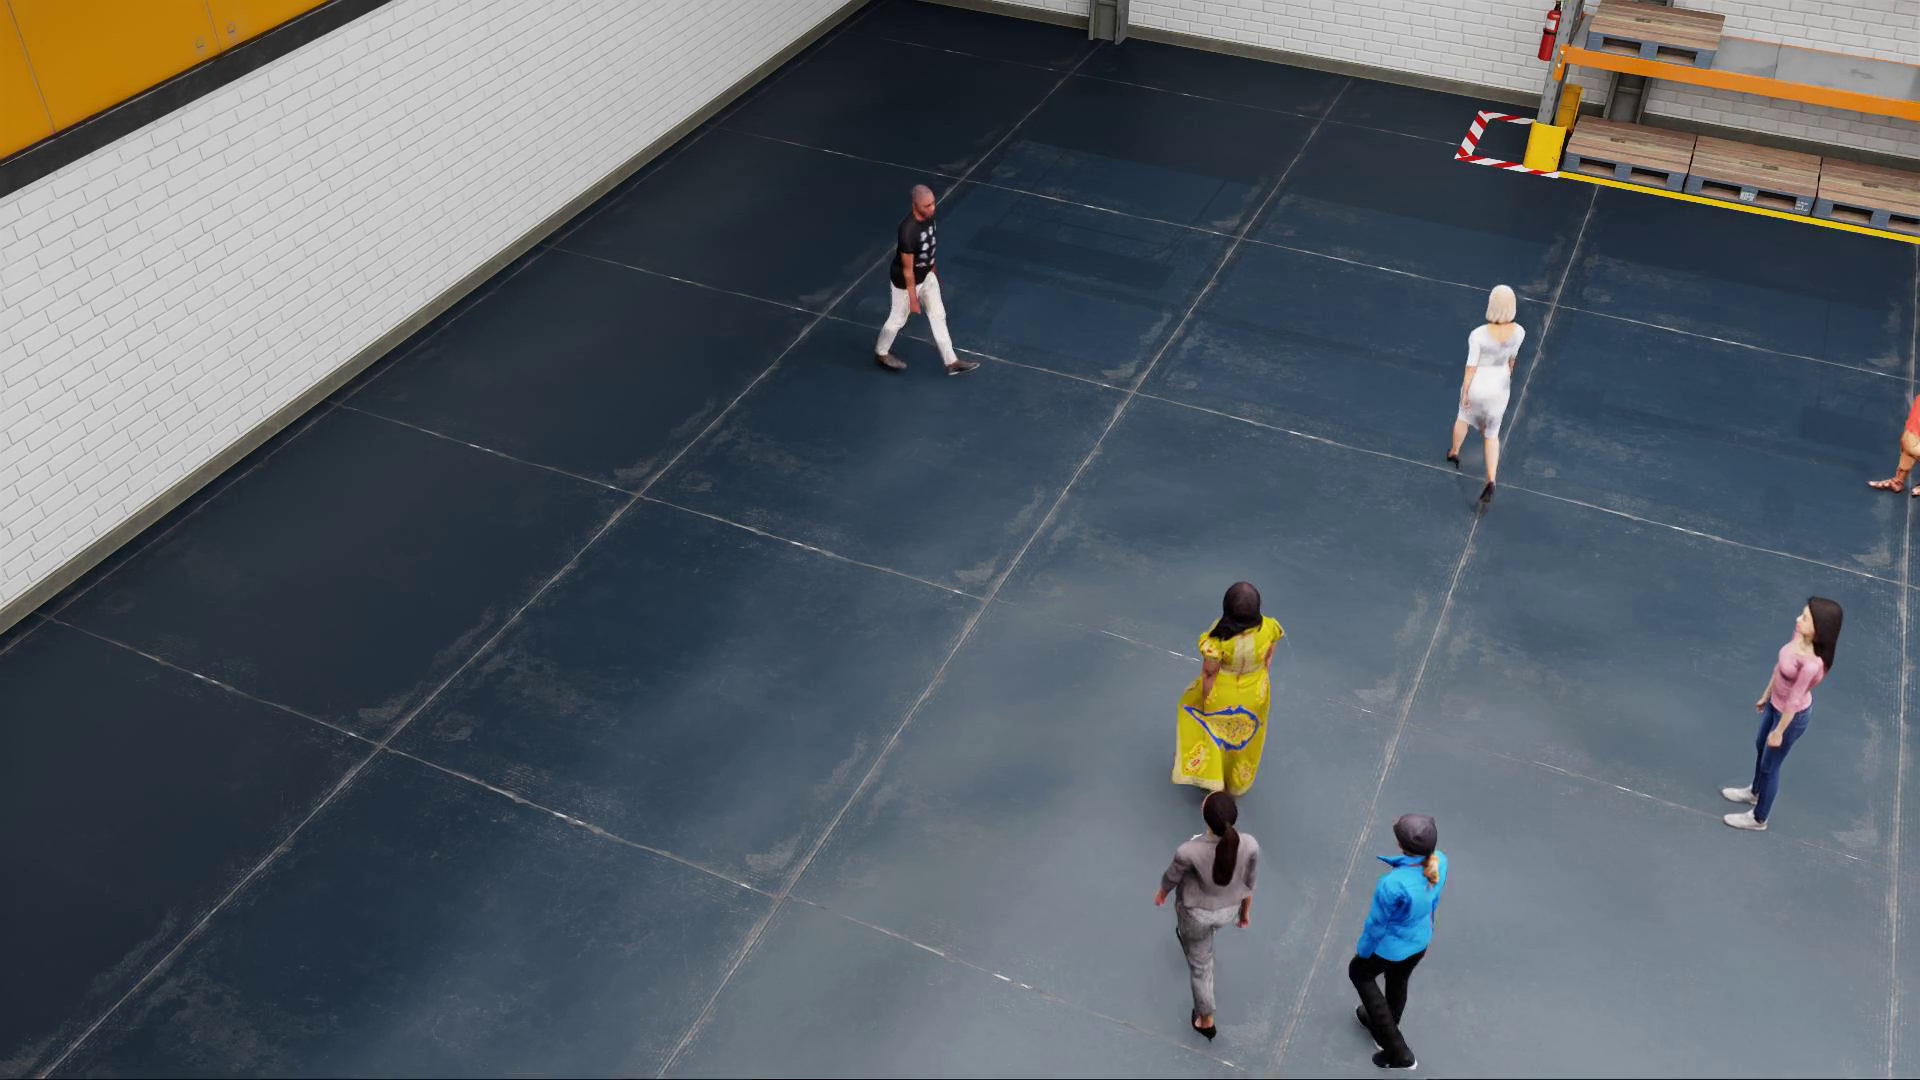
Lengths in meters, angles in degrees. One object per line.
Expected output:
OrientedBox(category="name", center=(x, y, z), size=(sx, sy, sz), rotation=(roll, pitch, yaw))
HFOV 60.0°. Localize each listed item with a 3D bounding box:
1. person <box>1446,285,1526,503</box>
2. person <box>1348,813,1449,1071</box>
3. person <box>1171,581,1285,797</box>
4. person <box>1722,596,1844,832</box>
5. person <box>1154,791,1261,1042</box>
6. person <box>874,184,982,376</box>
OrientedBox(category="person", center=(3.999, -1.074, 12.525), size=(1.089, 1.716, 0.940), rotation=(0, 39, 0))
OrientedBox(category="person", center=(2.269, 2.109, 8.477), size=(0.862, 1.794, 0.929), rotation=(-14, 41, -16))
OrientedBox(category="person", center=(1.669, 0.964, 10.028), size=(0.951, 1.647, 1.029), rotation=(-7, 39, -9))
OrientedBox(category="person", center=(4.905, 1.022, 9.881), size=(0.549, 1.740, 0.583), rotation=(11, 40, 13))
OrientedBox(category="person", center=(1.317, 2.023, 8.707), size=(1.048, 1.641, 1.056), rotation=(-9, 39, -11))
OrientedBox(category="person", center=(-0.465, -2.153, 13.853), size=(1.174, 1.745, 0.683), rotation=(17, 42, 20))
